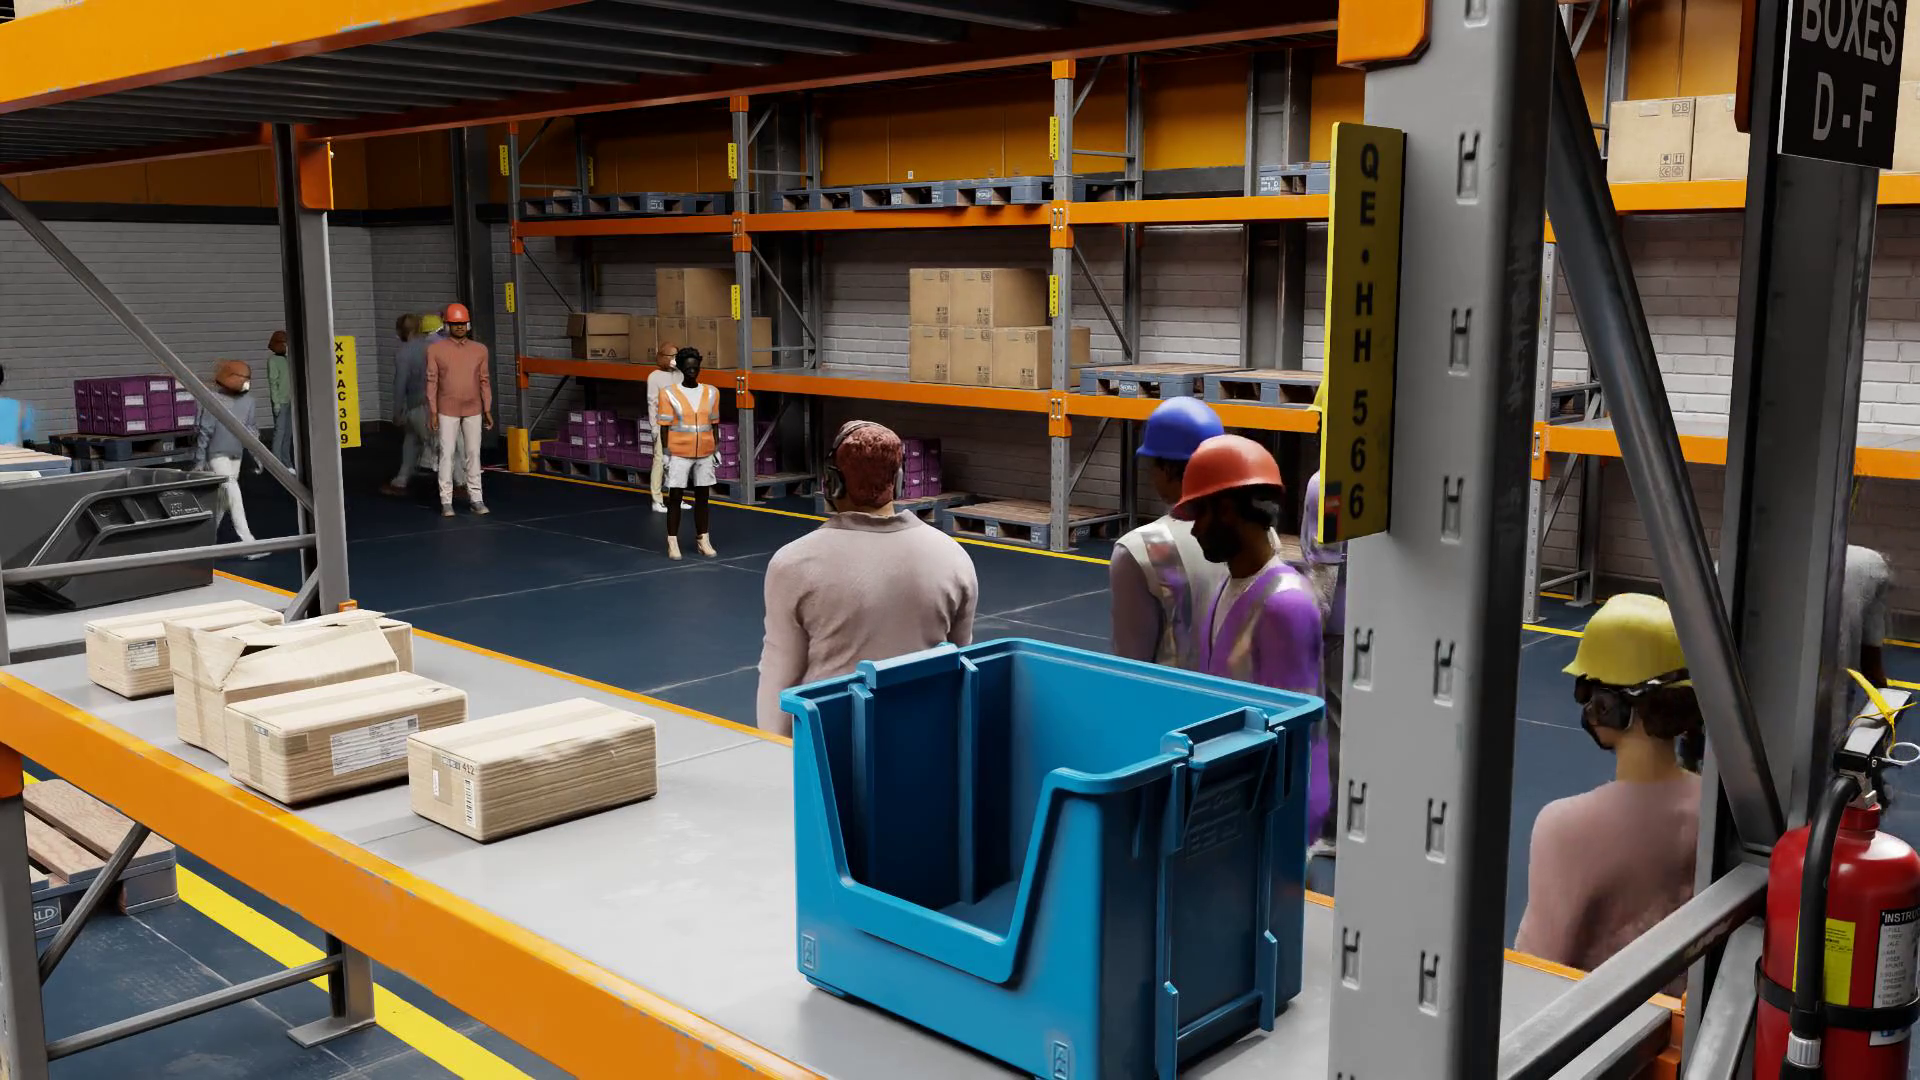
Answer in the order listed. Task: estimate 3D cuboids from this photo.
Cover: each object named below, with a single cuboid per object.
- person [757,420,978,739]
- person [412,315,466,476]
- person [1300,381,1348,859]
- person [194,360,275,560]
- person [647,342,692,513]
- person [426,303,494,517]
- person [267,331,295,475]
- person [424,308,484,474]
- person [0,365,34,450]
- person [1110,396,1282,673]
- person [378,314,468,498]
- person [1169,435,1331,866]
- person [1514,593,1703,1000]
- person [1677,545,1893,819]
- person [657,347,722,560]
[{"bbox_3d":[-0.271,0.615,4.695,0.646,1.900,0.403,-5,10,-28],"label":"person"},{"bbox_3d":[-5.852,-1.615,18.671,0.592,1.801,0.674,4,10,25],"label":"person"},{"bbox_3d":[1.501,0.295,6.548,0.368,1.928,0.585,8,12,41],"label":"person"},{"bbox_3d":[-5.791,-0.624,13.198,0.857,1.589,0.526,3,10,17],"label":"person"},{"bbox_3d":[-2.779,-1.074,15.881,0.282,1.626,0.491,6,11,35],"label":"person"},{"bbox_3d":[-4.697,-1.222,15.641,0.611,1.996,0.379,-6,11,-32],"label":"person"},{"bbox_3d":[-7.513,-1.507,18.495,0.264,1.632,0.508,0,9,2],"label":"person"},{"bbox_3d":[-5.726,-1.675,18.733,0.603,1.892,0.688,6,11,32],"label":"person"},{"bbox_3d":[-6.884,-0.468,11.962,0.631,1.682,0.543,6,11,34],"label":"person"},{"bbox_3d":[0.669,0.551,4.913,0.605,1.950,0.381,-7,11,-35],"label":"person"},{"bbox_3d":[-5.405,-1.341,16.780,1.110,1.874,0.645,2,9,11],"label":"person"},{"bbox_3d":[0.726,0.696,4.205,0.437,1.899,0.630,-1,9,-5],"label":"person"},{"bbox_3d":[1.241,0.979,2.923,0.539,1.741,0.646,-6,11,-31],"label":"person"},{"bbox_3d":[2.347,0.609,4.872,0.567,1.847,0.699,-1,9,-6],"label":"person"},{"bbox_3d":[-2.150,-0.688,13.284,0.537,1.695,0.321,-5,11,-29],"label":"person"}]
